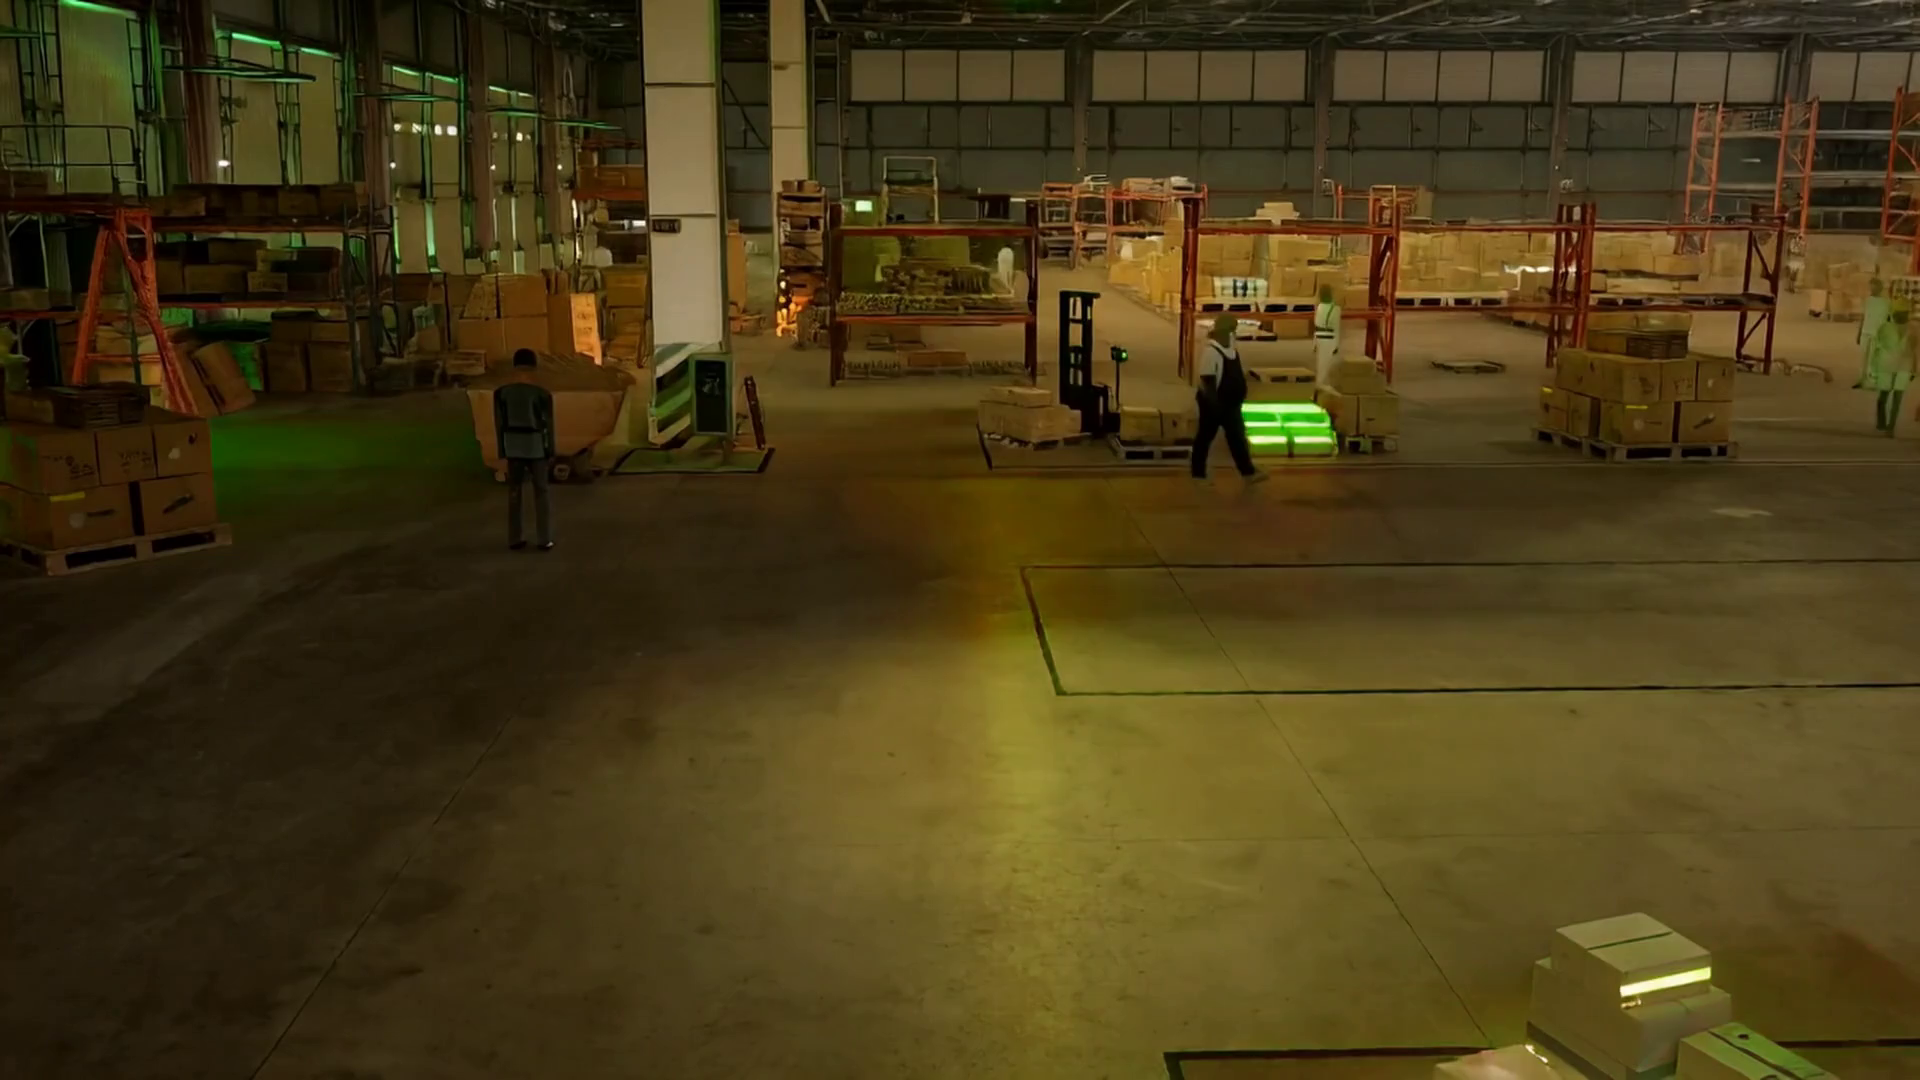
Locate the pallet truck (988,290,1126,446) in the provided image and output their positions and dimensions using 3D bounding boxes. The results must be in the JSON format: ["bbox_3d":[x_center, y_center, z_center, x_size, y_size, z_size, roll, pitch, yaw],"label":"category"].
[{"bbox_3d":[1.257,-2.299,22.111,1.885,1.965,0.823,-9,15,-35],"label":"pallet truck"}]

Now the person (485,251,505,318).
[{"bbox_3d":[-11.459,-6.268,40.872,0.525,1.631,0.323,11,17,42],"label":"person"}]

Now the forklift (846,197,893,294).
[{"bbox_3d":[-2.888,-8.773,49.330,1.129,2.768,1.873,7,14,28],"label":"forklift"}]

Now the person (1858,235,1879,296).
[{"bbox_3d":[24.352,-7.189,44.428,0.990,1.886,0.629,6,14,25],"label":"person"}]

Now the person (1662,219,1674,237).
[{"bbox_3d":[23.844,-9.867,56.342,0.644,1.982,0.465,-2,13,-10],"label":"person"}]

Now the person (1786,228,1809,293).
[{"bbox_3d":[24.878,-8.286,49.362,0.562,1.889,0.952,0,12,-2],"label":"person"}]

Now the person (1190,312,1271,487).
[{"bbox_3d":[3.038,-1.571,18.727,0.974,2.000,0.709,9,15,36],"label":"person"}]

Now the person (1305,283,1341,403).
[{"bbox_3d":[5.761,-3.070,25.893,0.730,1.866,0.590,-4,13,-18],"label":"person"}]

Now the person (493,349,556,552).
[{"bbox_3d":[-4.095,-0.845,15.741,0.581,1.919,0.400,1,13,5],"label":"person"}]

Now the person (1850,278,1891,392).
[{"bbox_3d":[14.922,-3.357,27.219,0.334,1.861,0.502,-6,14,-26],"label":"person"}]

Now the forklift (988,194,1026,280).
[{"bbox_3d":[1.329,-10.103,55.334,1.873,2.768,1.129,-7,14,-28],"label":"forklift"}]

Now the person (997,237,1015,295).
[{"bbox_3d":[1.118,-6.674,42.027,0.412,1.940,0.633,10,16,38],"label":"person"}]

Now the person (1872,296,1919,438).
[{"bbox_3d":[12.726,-2.369,22.638,0.550,1.913,0.761,6,14,26],"label":"person"}]

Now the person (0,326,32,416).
[{"bbox_3d":[-10.562,-1.443,18.528,0.323,1.876,0.528,4,13,19],"label":"person"}]

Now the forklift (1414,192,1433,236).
[{"bbox_3d":[16.655,-11.123,59.939,1.873,2.768,1.129,0,12,-2],"label":"forklift"}]
